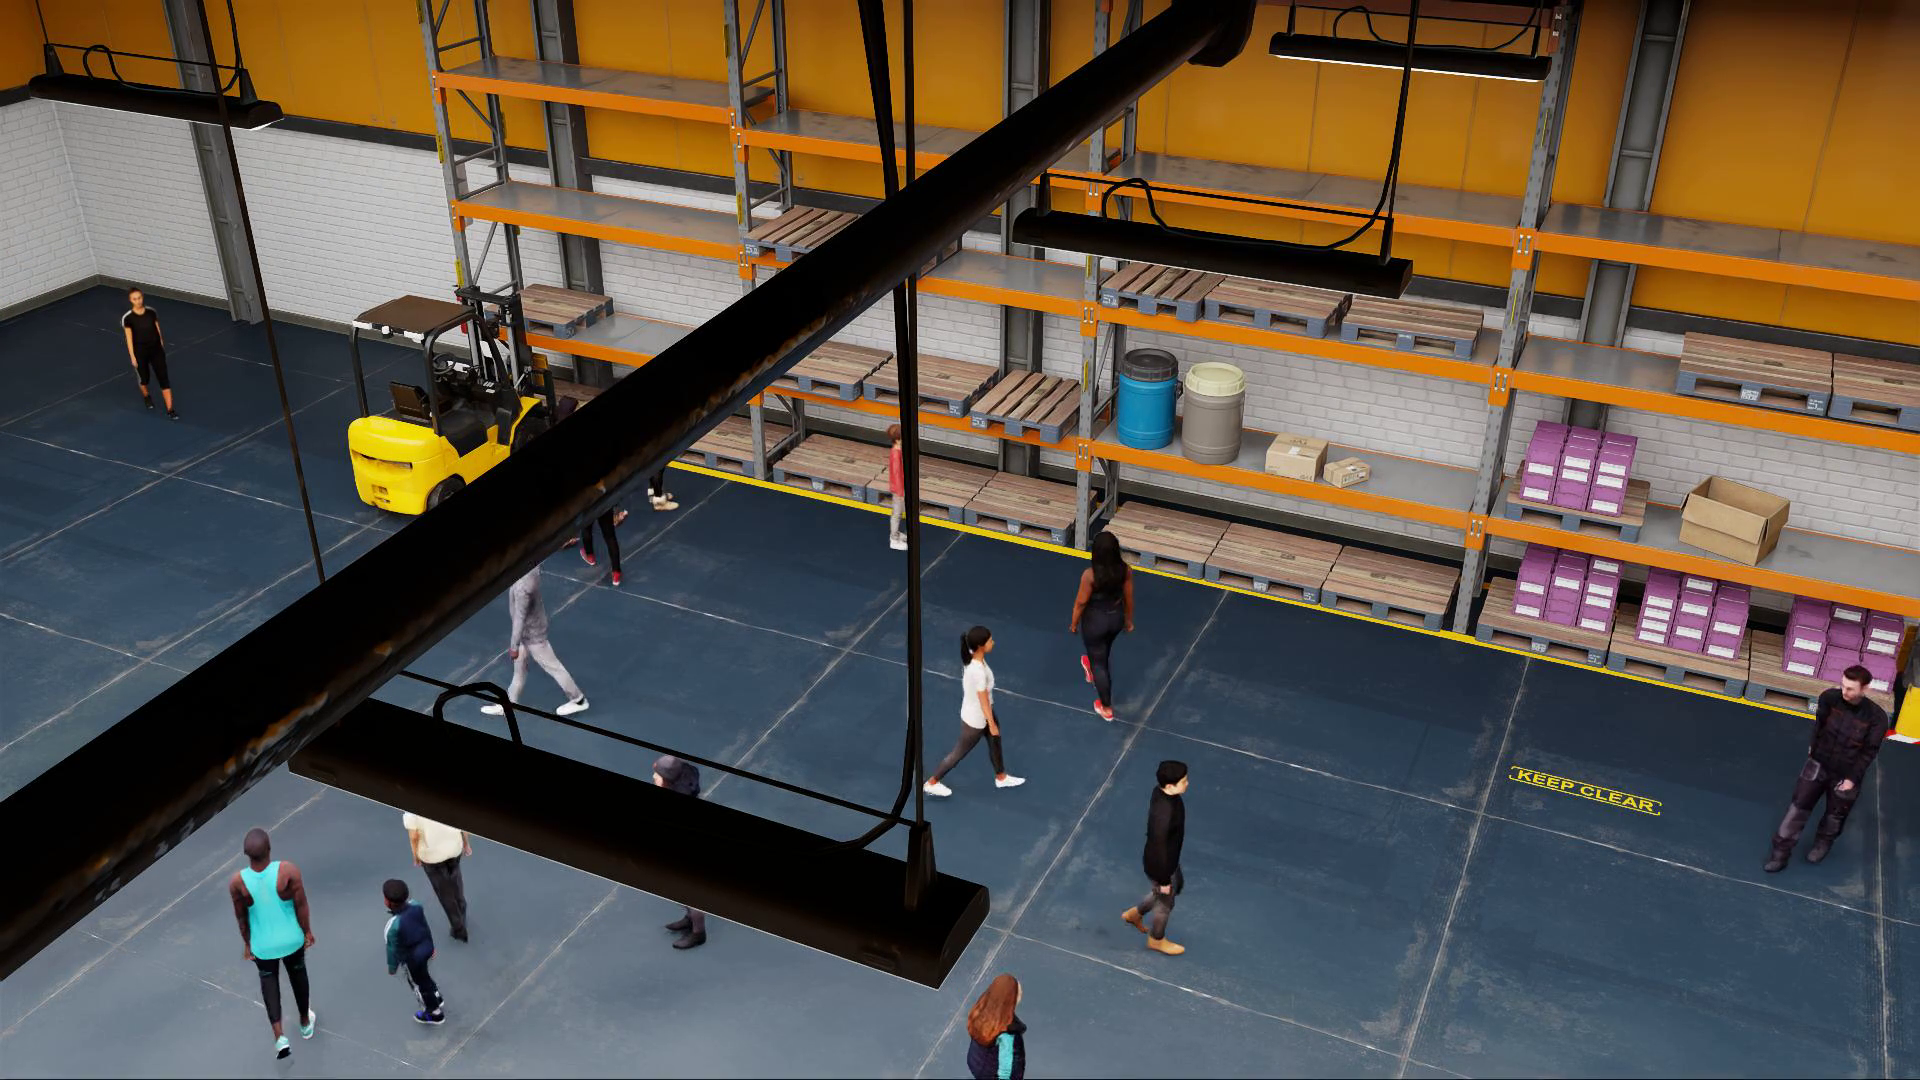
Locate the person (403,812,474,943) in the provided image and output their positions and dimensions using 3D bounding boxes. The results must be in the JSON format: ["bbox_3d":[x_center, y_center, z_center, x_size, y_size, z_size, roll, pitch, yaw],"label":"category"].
[{"bbox_3d":[-3.756,2.315,12.167,0.687,1.574,0.695,-25,38,-38],"label":"person"}]

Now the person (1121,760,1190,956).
[{"bbox_3d":[1.415,2.291,12.070,0.802,1.710,0.748,5,29,10],"label":"person"}]

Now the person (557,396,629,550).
[{"bbox_3d":[-4.127,-0.669,17.528,1.061,1.680,0.812,22,35,34],"label":"person"}]

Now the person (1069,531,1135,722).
[{"bbox_3d":[1.307,0.791,14.744,1.112,1.781,1.194,-11,31,-20],"label":"person"}]

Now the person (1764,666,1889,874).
[{"bbox_3d":[6.837,1.741,12.907,0.985,1.874,1.081,-25,37,-37],"label":"person"}]

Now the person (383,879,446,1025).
[{"bbox_3d":[-3.732,2.877,11.486,0.549,1.241,0.541,9,30,15],"label":"person"}]

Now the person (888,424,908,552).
[{"bbox_3d":[-0.658,-0.583,17.645,0.589,1.417,0.586,-1,29,-1],"label":"person"}]

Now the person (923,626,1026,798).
[{"bbox_3d":[0.046,1.464,13.695,1.165,1.605,0.899,-1,29,-2],"label":"person"}]

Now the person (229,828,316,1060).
[{"bbox_3d":[-4.582,2.739,11.157,0.924,1.799,0.975,-9,30,-16],"label":"person"}]

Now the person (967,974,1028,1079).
[{"bbox_3d":[0.171,3.324,10.422,0.907,1.475,0.846,-11,30,-19],"label":"person"}]

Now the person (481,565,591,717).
[{"bbox_3d":[-3.671,0.826,14.675,1.290,1.788,1.150,-6,29,-10],"label":"person"}]

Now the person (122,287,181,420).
[{"bbox_3d":[-10.116,-2.338,20.635,0.895,1.635,1.147,-21,35,-33],"label":"person"}]

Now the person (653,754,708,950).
[{"bbox_3d":[-2.038,2.254,12.173,0.843,1.676,0.788,-9,30,-16],"label":"person"}]
